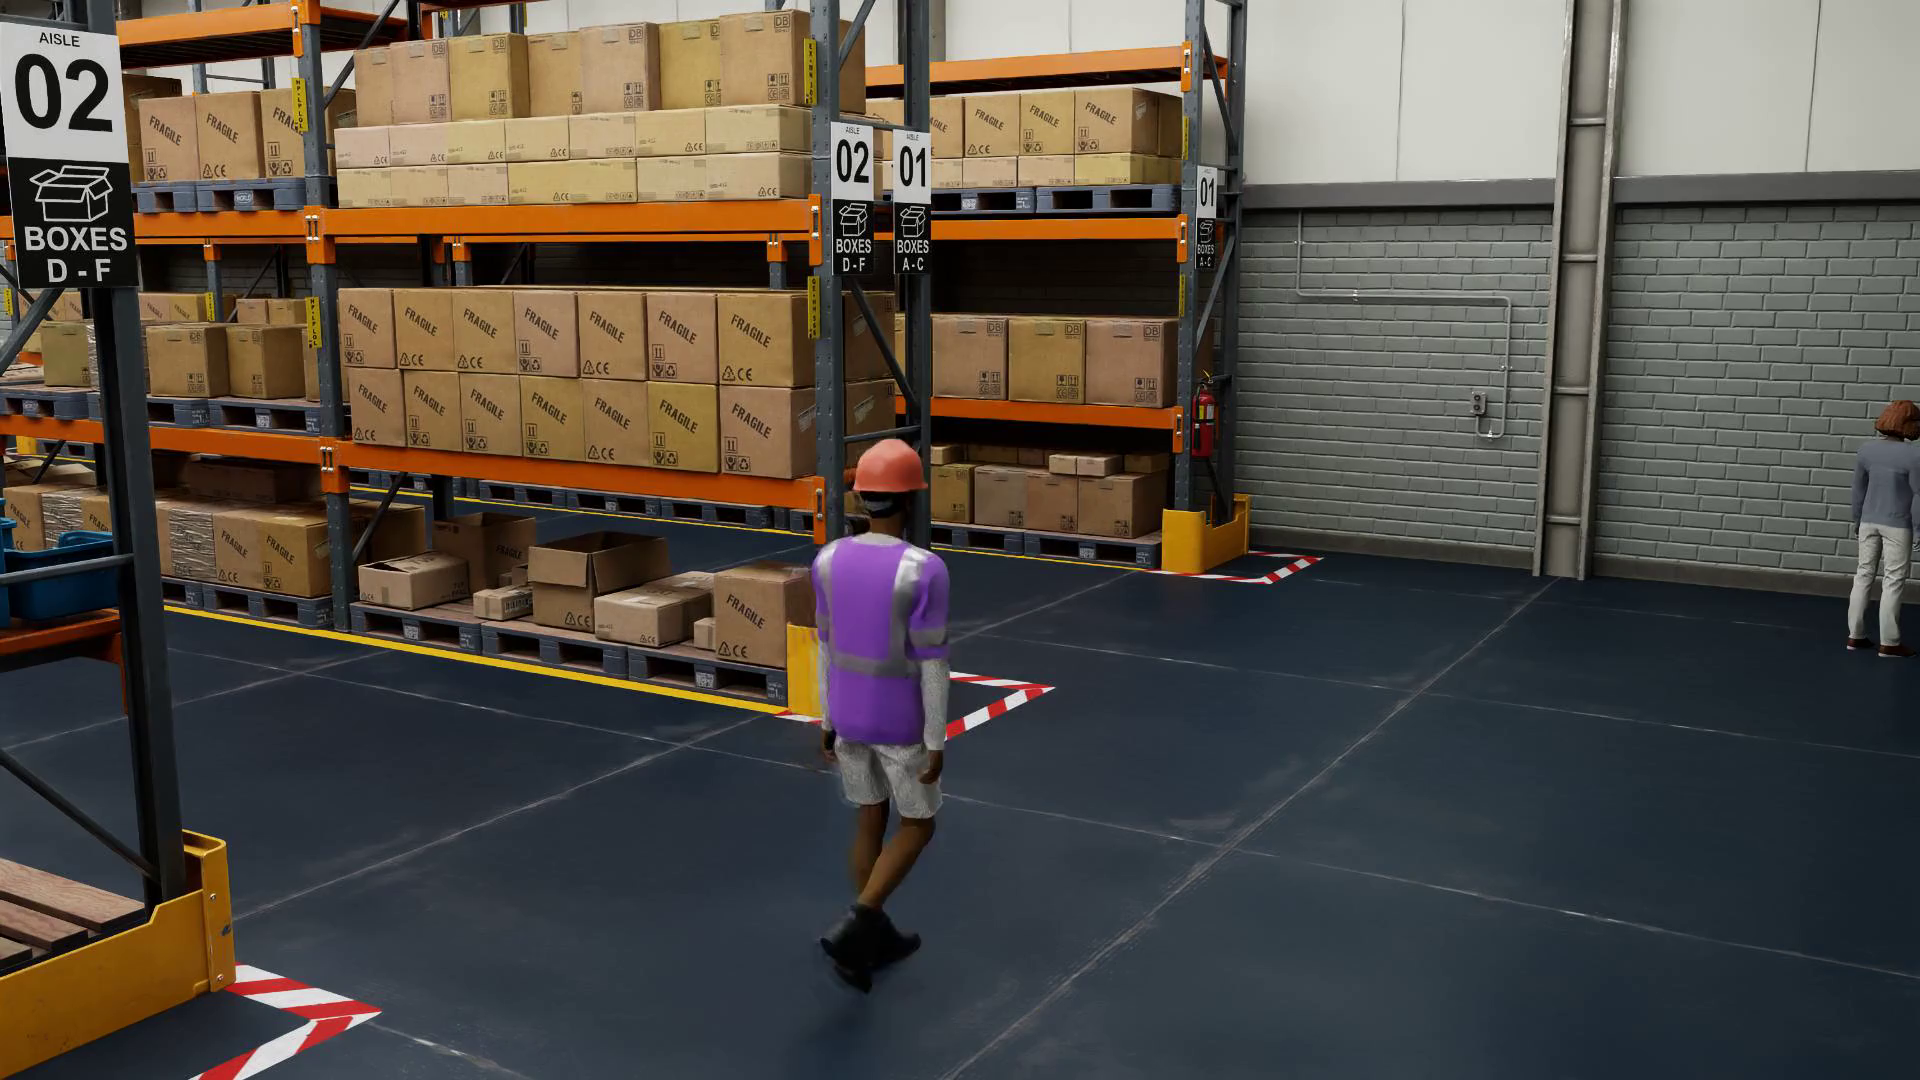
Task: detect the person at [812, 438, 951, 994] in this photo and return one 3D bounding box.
[{"bbox_3d":[-0.301,0.620,5.690,0.550,1.922,0.620,6,11,31],"label":"person"}]

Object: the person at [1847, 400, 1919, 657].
[{"bbox_3d":[5.905,-0.076,10.577,0.267,1.632,0.507,-4,10,-22],"label":"person"}]

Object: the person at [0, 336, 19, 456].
[{"bbox_3d":[-11.370,-1.761,19.541,0.593,1.949,0.603,9,13,42],"label":"person"}]
